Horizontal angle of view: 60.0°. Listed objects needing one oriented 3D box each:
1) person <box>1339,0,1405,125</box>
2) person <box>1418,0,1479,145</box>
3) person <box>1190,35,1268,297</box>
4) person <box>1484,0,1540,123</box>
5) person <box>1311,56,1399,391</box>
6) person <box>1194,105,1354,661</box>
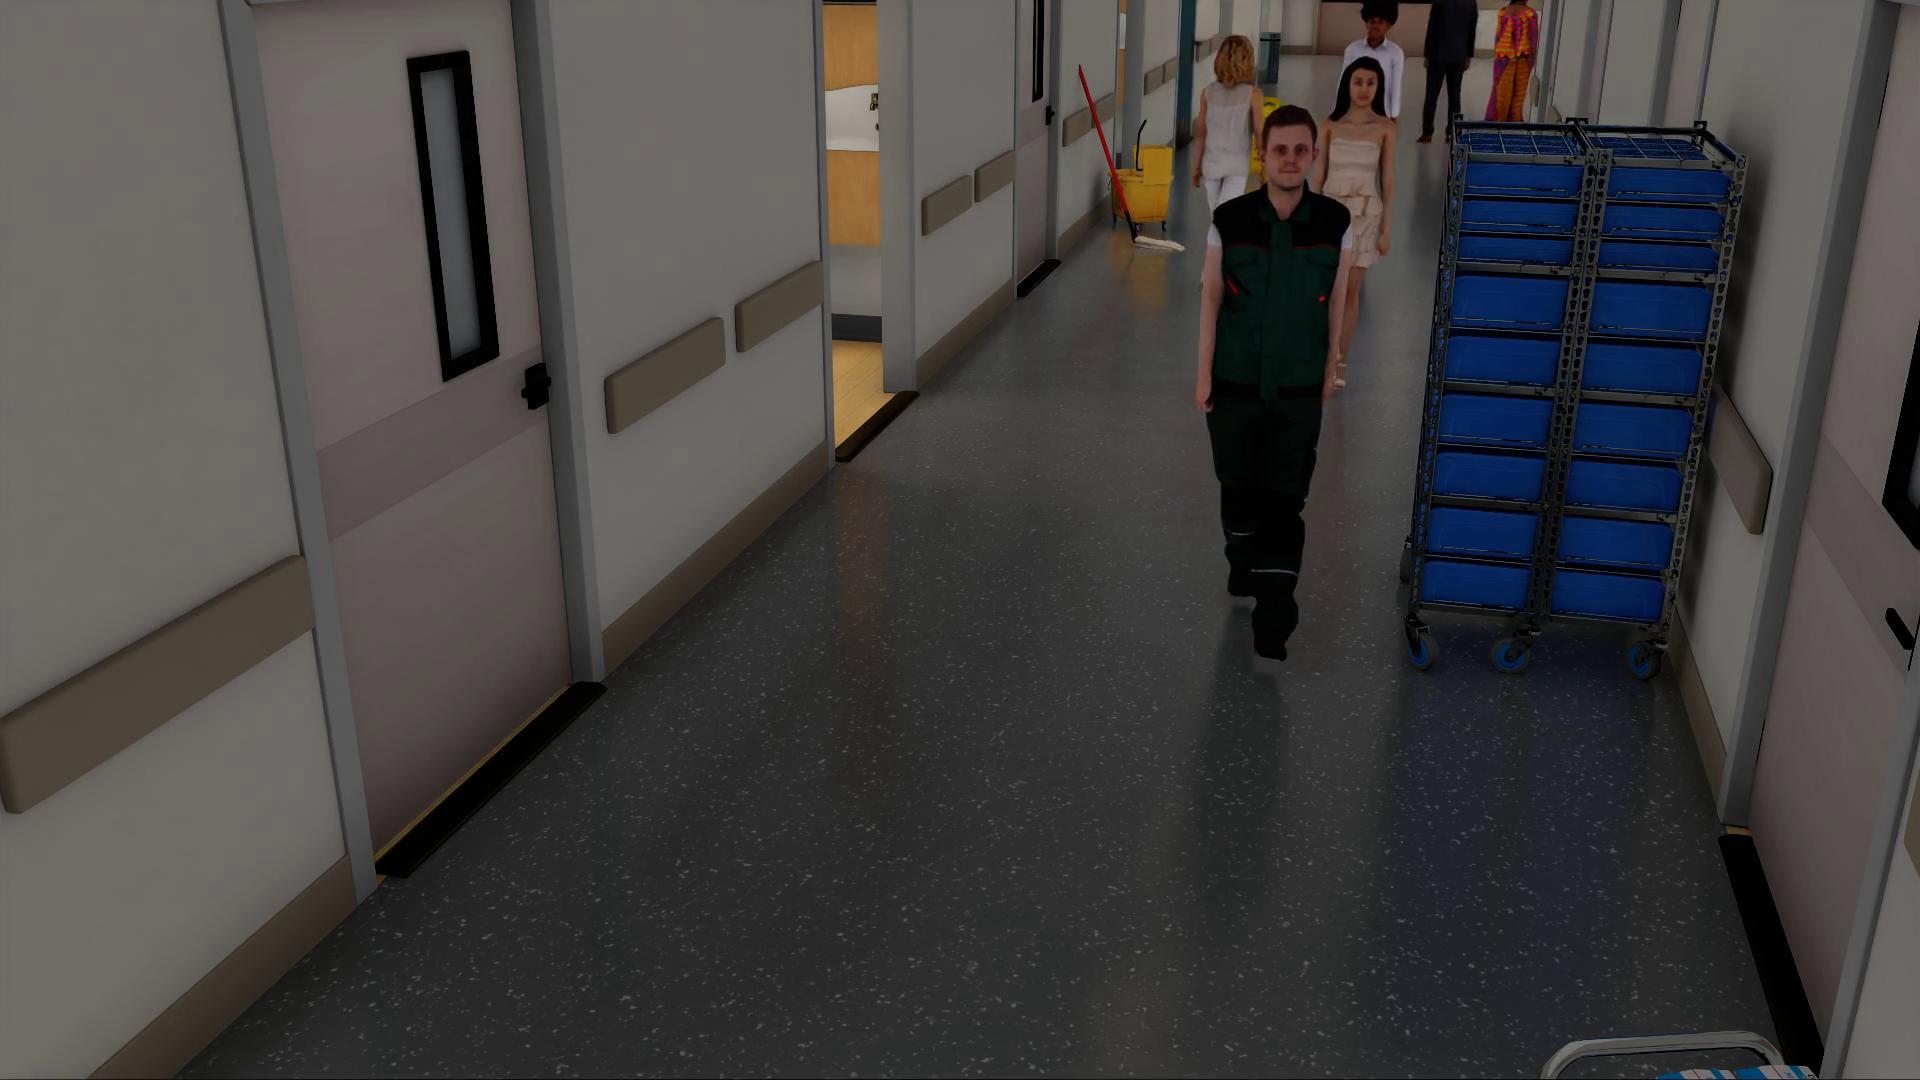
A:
[{"bbox_3d":[3.173,-3.283,12.949,0.726,1.795,0.978,9,22,22],"label":"person"},{"bbox_3d":[5.320,-5.245,18.099,0.764,1.816,0.708,0,21,0],"label":"person"},{"bbox_3d":[1.700,-2.410,10.870,0.839,1.636,1.087,13,24,31],"label":"person"},{"bbox_3d":[6.431,-5.645,19.321,0.872,1.685,0.842,-19,28,-41],"label":"person"},{"bbox_3d":[2.043,-1.634,8.693,0.594,1.725,0.573,6,22,16],"label":"person"},{"bbox_3d":[1.043,-0.550,5.736,0.735,1.794,1.186,3,21,8],"label":"person"}]
